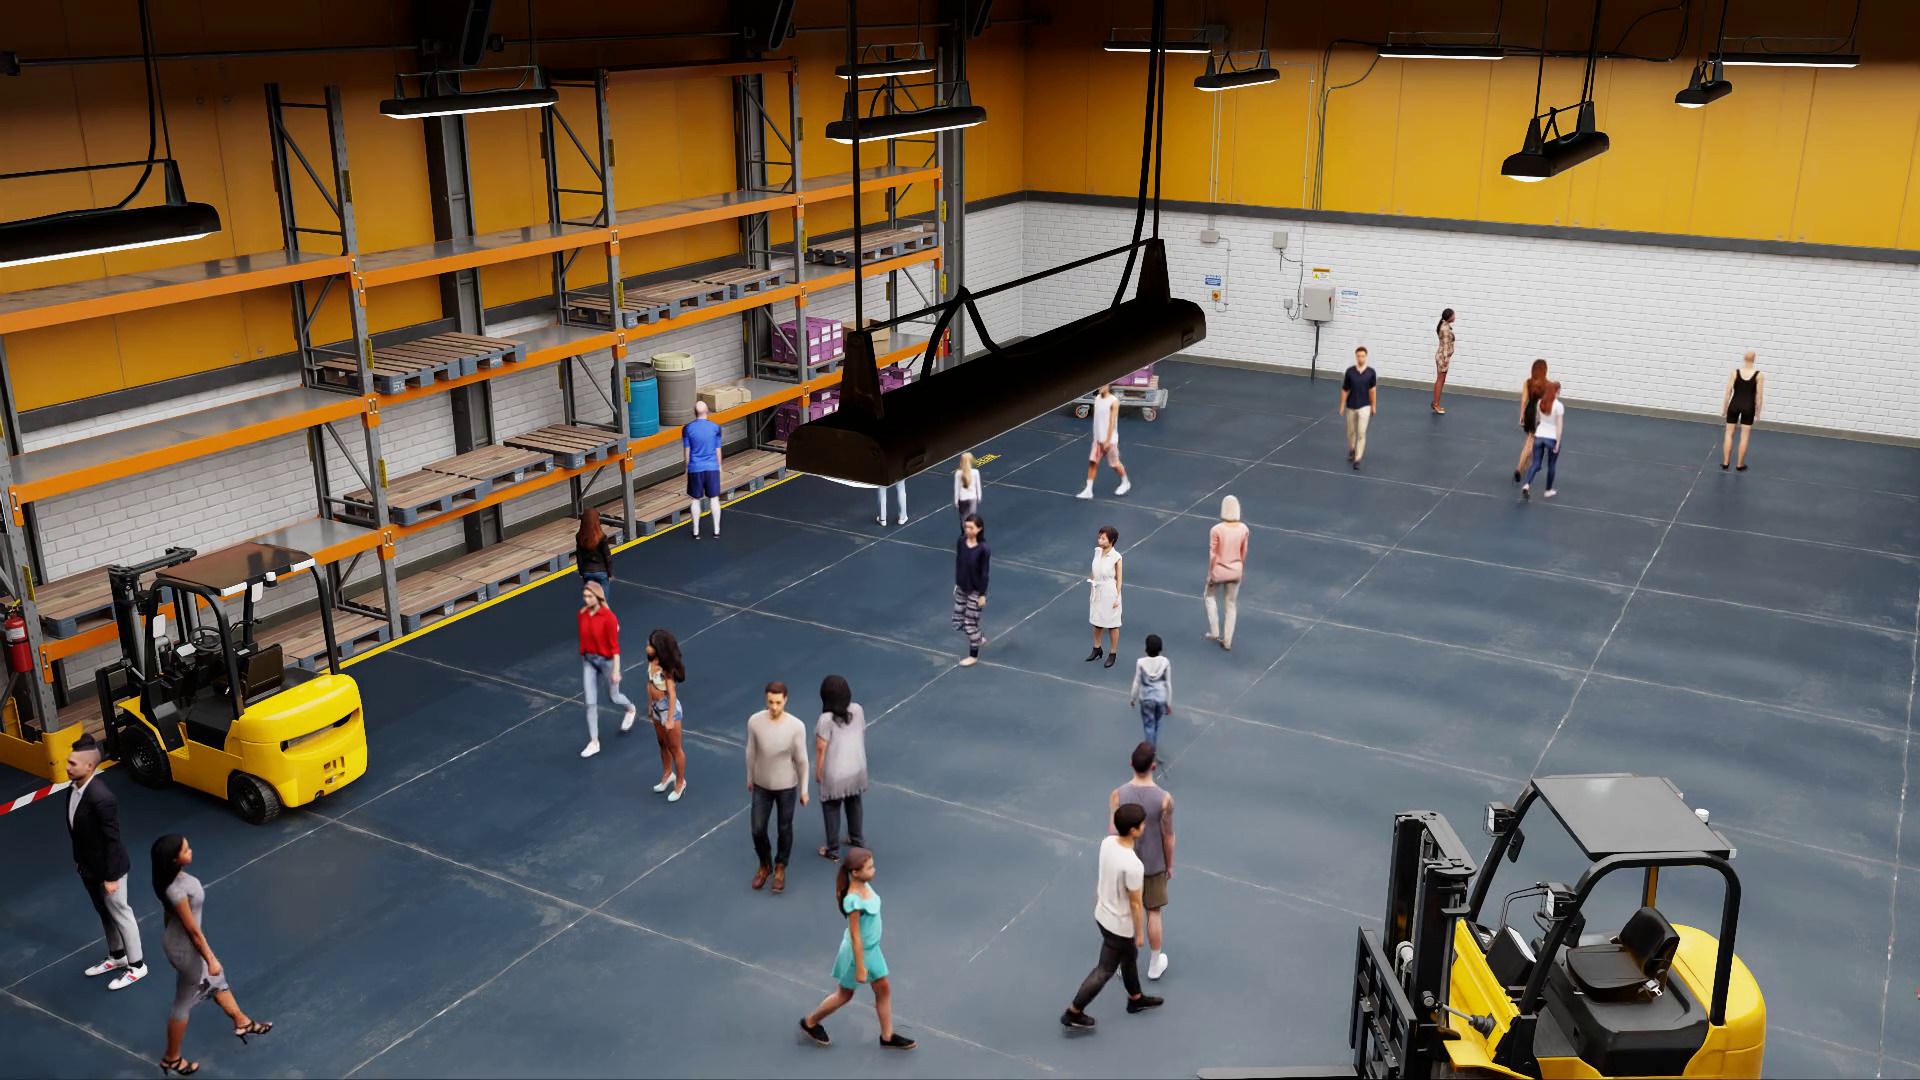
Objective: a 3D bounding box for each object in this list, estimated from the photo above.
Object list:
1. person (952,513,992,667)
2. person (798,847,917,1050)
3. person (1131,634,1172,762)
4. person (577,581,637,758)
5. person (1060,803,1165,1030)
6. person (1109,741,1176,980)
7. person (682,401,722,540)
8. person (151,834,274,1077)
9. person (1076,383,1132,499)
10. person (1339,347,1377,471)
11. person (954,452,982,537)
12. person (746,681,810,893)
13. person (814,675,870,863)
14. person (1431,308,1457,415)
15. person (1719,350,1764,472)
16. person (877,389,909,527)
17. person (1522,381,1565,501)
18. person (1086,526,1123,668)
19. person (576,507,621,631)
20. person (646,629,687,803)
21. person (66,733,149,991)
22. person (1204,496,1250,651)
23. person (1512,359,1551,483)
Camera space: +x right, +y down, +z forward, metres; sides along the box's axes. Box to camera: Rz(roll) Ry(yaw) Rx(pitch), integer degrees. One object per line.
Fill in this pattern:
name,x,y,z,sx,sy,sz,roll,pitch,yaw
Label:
person,0.187,0.506,17.766,0.739,1.718,0.710,-17,25,-41
person,-0.760,2.791,11.272,0.867,1.532,1.059,3,19,10
person,1.805,1.513,15.543,0.791,1.228,0.920,-2,19,-5
person,-3.369,1.176,15.840,0.719,1.676,1.108,7,20,20
person,1.019,2.629,11.514,1.119,1.684,1.053,-6,19,-17
person,1.312,2.322,12.084,0.698,1.841,0.674,3,19,10
person,-3.378,-0.928,21.832,0.749,1.839,0.809,-5,19,-14
person,-5.197,2.777,10.967,1.063,1.753,0.881,-12,22,-32
person,2.138,-1.433,23.476,1.250,1.746,0.936,-14,23,-35
person,6.001,-2.006,25.077,0.847,1.812,1.248,6,19,17
person,0.101,-0.494,21.450,0.739,1.261,0.966,2,19,5
person,-1.464,1.922,13.357,0.771,1.847,0.761,2,19,5
person,-0.979,1.883,13.854,0.709,1.605,0.796,-15,24,-37
person,8.189,-3.044,28.189,0.705,1.793,0.572,4,19,13
person,11.688,-1.943,24.886,0.680,1.814,0.507,13,22,33
person,-0.940,-1.112,22.360,0.725,1.851,0.746,-2,19,-6
person,8.159,-1.360,23.315,0.764,1.712,1.109,18,25,42
person,1.558,0.583,17.789,0.606,1.556,0.593,18,25,42
person,-4.087,0.340,18.624,0.626,1.483,0.608,4,19,10
person,-2.620,1.547,14.819,0.675,1.624,0.647,-13,23,-35
person,-6.221,2.306,12.057,0.729,1.949,0.629,14,23,35
person,2.935,0.380,18.147,0.771,1.712,0.829,-4,19,-13
person,8.305,-1.675,24.137,0.716,1.784,1.196,15,24,37
